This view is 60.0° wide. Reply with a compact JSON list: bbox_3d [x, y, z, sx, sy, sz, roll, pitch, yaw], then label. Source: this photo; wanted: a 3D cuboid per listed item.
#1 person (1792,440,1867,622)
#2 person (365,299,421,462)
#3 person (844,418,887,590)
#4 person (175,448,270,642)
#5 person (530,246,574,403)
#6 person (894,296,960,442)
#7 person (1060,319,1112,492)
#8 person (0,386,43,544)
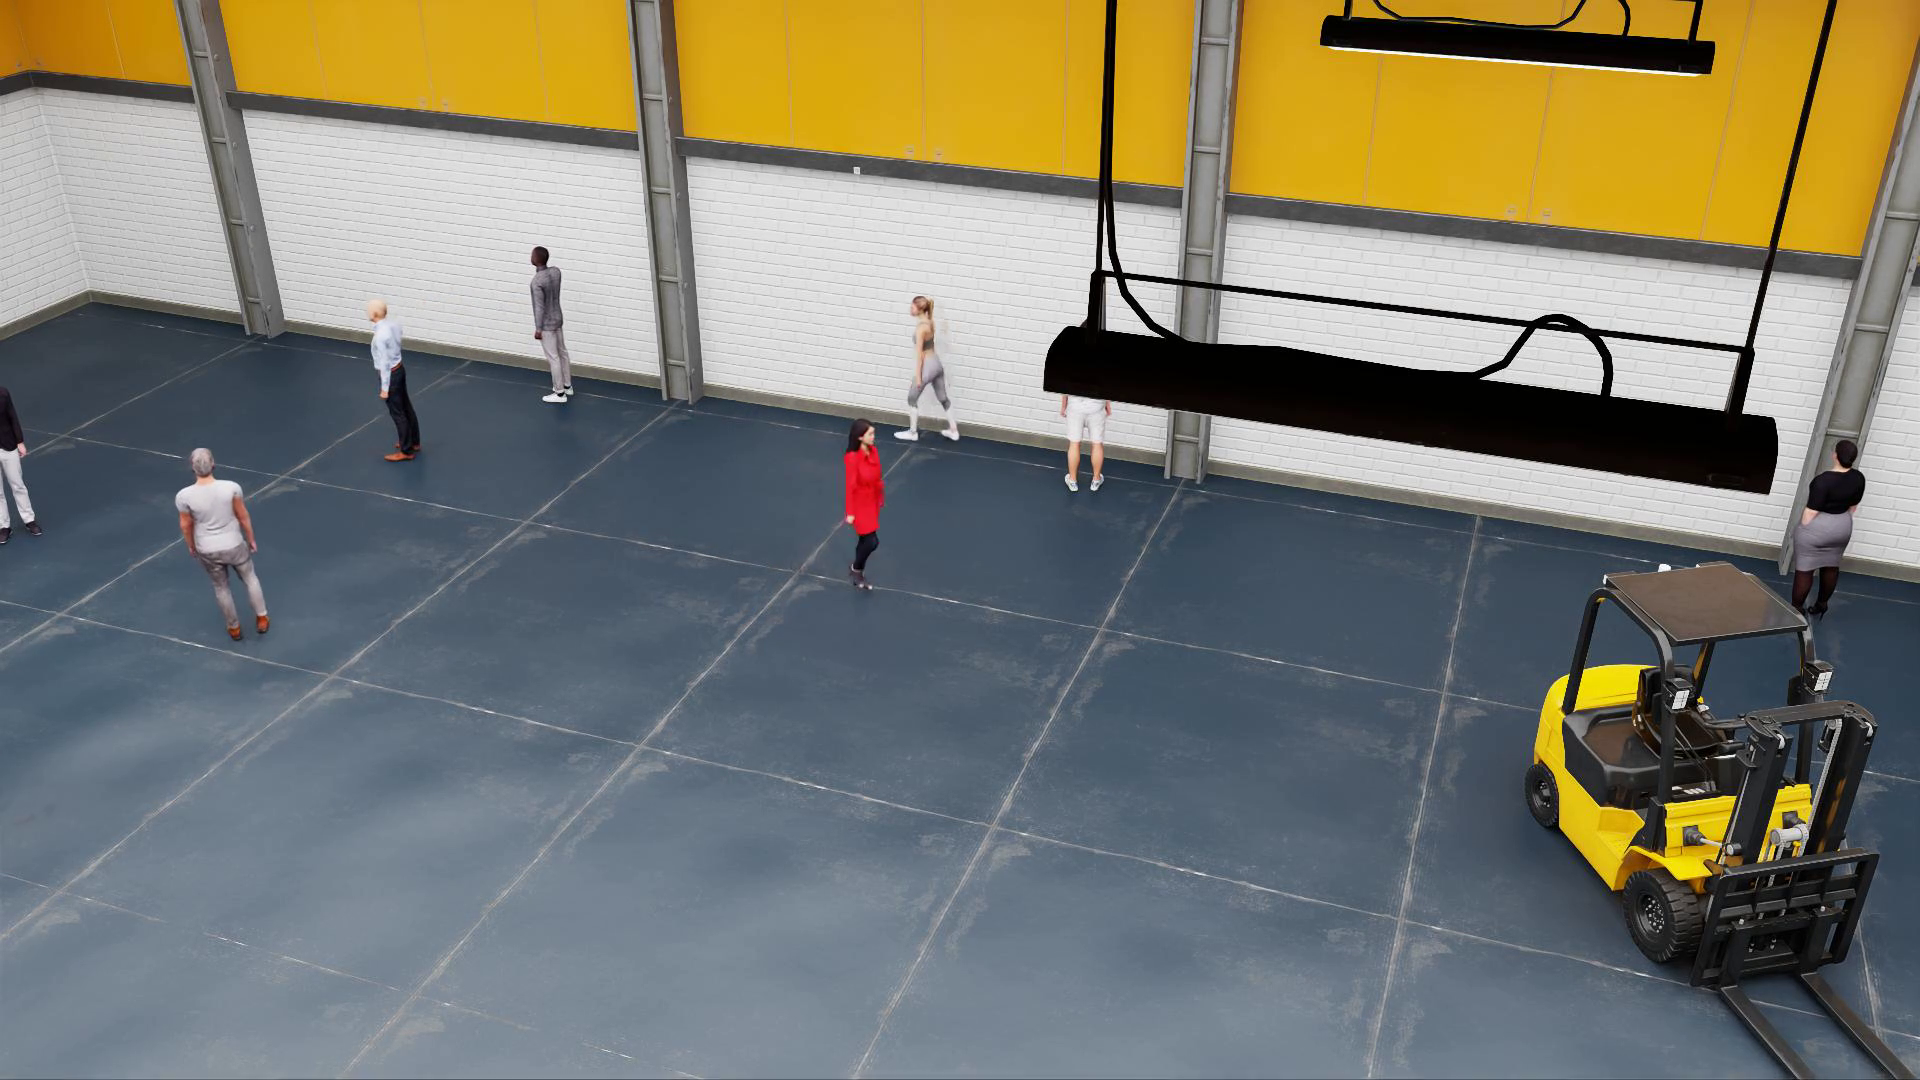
[{"bbox_3d":[7.651,-0.071,14.699,0.733,1.760,0.832,-5,29,-10],"label":"person"},{"bbox_3d":[-6.032,-1.705,17.665,0.652,1.789,0.701,2,29,3],"label":"person"},{"bbox_3d":[-0.958,-0.319,15.180,0.641,1.735,0.672,16,32,27],"label":"person"},{"bbox_3d":[-6.388,0.074,14.368,0.803,1.822,0.860,-13,31,-22],"label":"person"},{"bbox_3d":[-4.679,-2.476,19.026,0.543,1.838,0.684,8,30,15],"label":"person"},{"bbox_3d":[-0.286,-1.803,17.971,0.900,1.666,0.667,14,31,23],"label":"person"},{"bbox_3d":[1.288,-1.374,16.988,0.636,1.856,0.809,0,29,1],"label":"person"},{"bbox_3d":[-9.334,-0.882,16.106,0.740,1.837,0.770,-17,33,-28],"label":"person"}]
